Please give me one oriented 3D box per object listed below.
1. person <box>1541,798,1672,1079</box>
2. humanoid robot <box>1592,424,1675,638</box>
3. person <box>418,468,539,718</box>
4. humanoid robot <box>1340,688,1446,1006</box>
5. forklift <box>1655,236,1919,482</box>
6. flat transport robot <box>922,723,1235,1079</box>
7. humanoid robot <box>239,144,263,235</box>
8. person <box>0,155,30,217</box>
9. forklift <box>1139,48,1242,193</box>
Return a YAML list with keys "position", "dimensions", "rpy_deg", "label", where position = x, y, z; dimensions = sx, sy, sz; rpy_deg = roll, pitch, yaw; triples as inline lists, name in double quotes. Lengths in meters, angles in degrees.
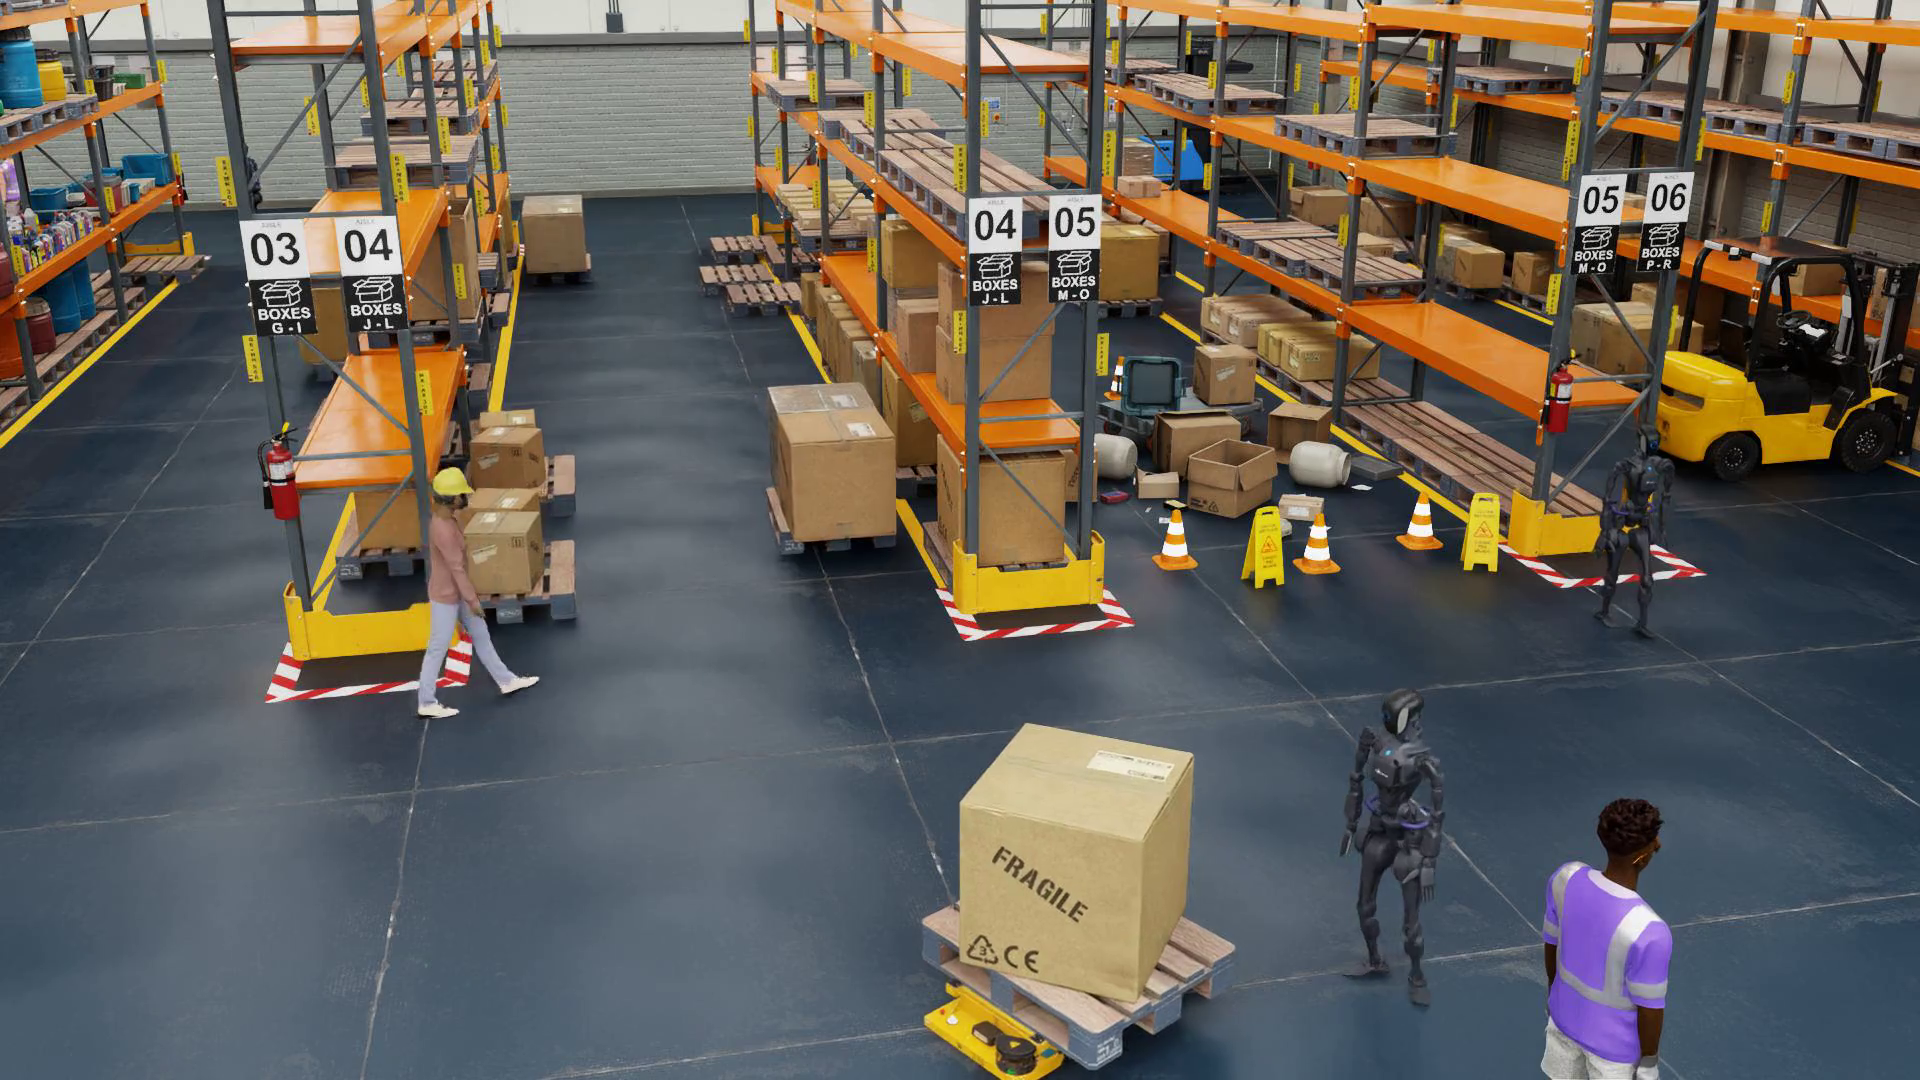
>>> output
- position: [2.553, 1.915, 6.611]
  dimensions: [0.368, 1.966, 0.601]
  rpy_deg: [-9, 22, -22]
  label: "person"
- position: [5.033, -0.075, 12.398]
  dimensions: [0.589, 1.636, 0.600]
  rpy_deg: [-4, 21, -10]
  label: "humanoid robot"
- position: [-3.305, 0.359, 11.144]
  dimensions: [0.873, 1.727, 0.544]
  rpy_deg: [-5, 21, -13]
  label: "person"
- position: [2.148, 1.479, 8.198]
  dimensions: [0.356, 1.650, 0.601]
  rpy_deg: [-15, 25, -35]
  label: "humanoid robot"
- position: [8.013, -1.814, 16.330]
  dimensions: [2.313, 2.155, 1.214]
  rpy_deg: [-4, 21, -12]
  label: "forklift"
- position: [0.584, 2.212, 8.247]
  dimensions: [1.431, 0.231, 0.659]
  rpy_deg: [-17, 26, -39]
  label: "flat transport robot"
- position: [-11.984, -5.841, 27.970]
  dimensions: [0.769, 1.628, 0.584]
  rpy_deg: [7, 21, 18]
  label: "humanoid robot"
- position: [-15.334, -5.527, 27.050]
  dimensions: [0.350, 1.688, 0.489]
  rpy_deg: [11, 23, 27]
  label: "person"
- position: [4.566, -8.313, 32.860]
  dimensions: [1.873, 2.768, 1.129]
  rpy_deg: [-4, 21, -12]
  label: "forklift"
